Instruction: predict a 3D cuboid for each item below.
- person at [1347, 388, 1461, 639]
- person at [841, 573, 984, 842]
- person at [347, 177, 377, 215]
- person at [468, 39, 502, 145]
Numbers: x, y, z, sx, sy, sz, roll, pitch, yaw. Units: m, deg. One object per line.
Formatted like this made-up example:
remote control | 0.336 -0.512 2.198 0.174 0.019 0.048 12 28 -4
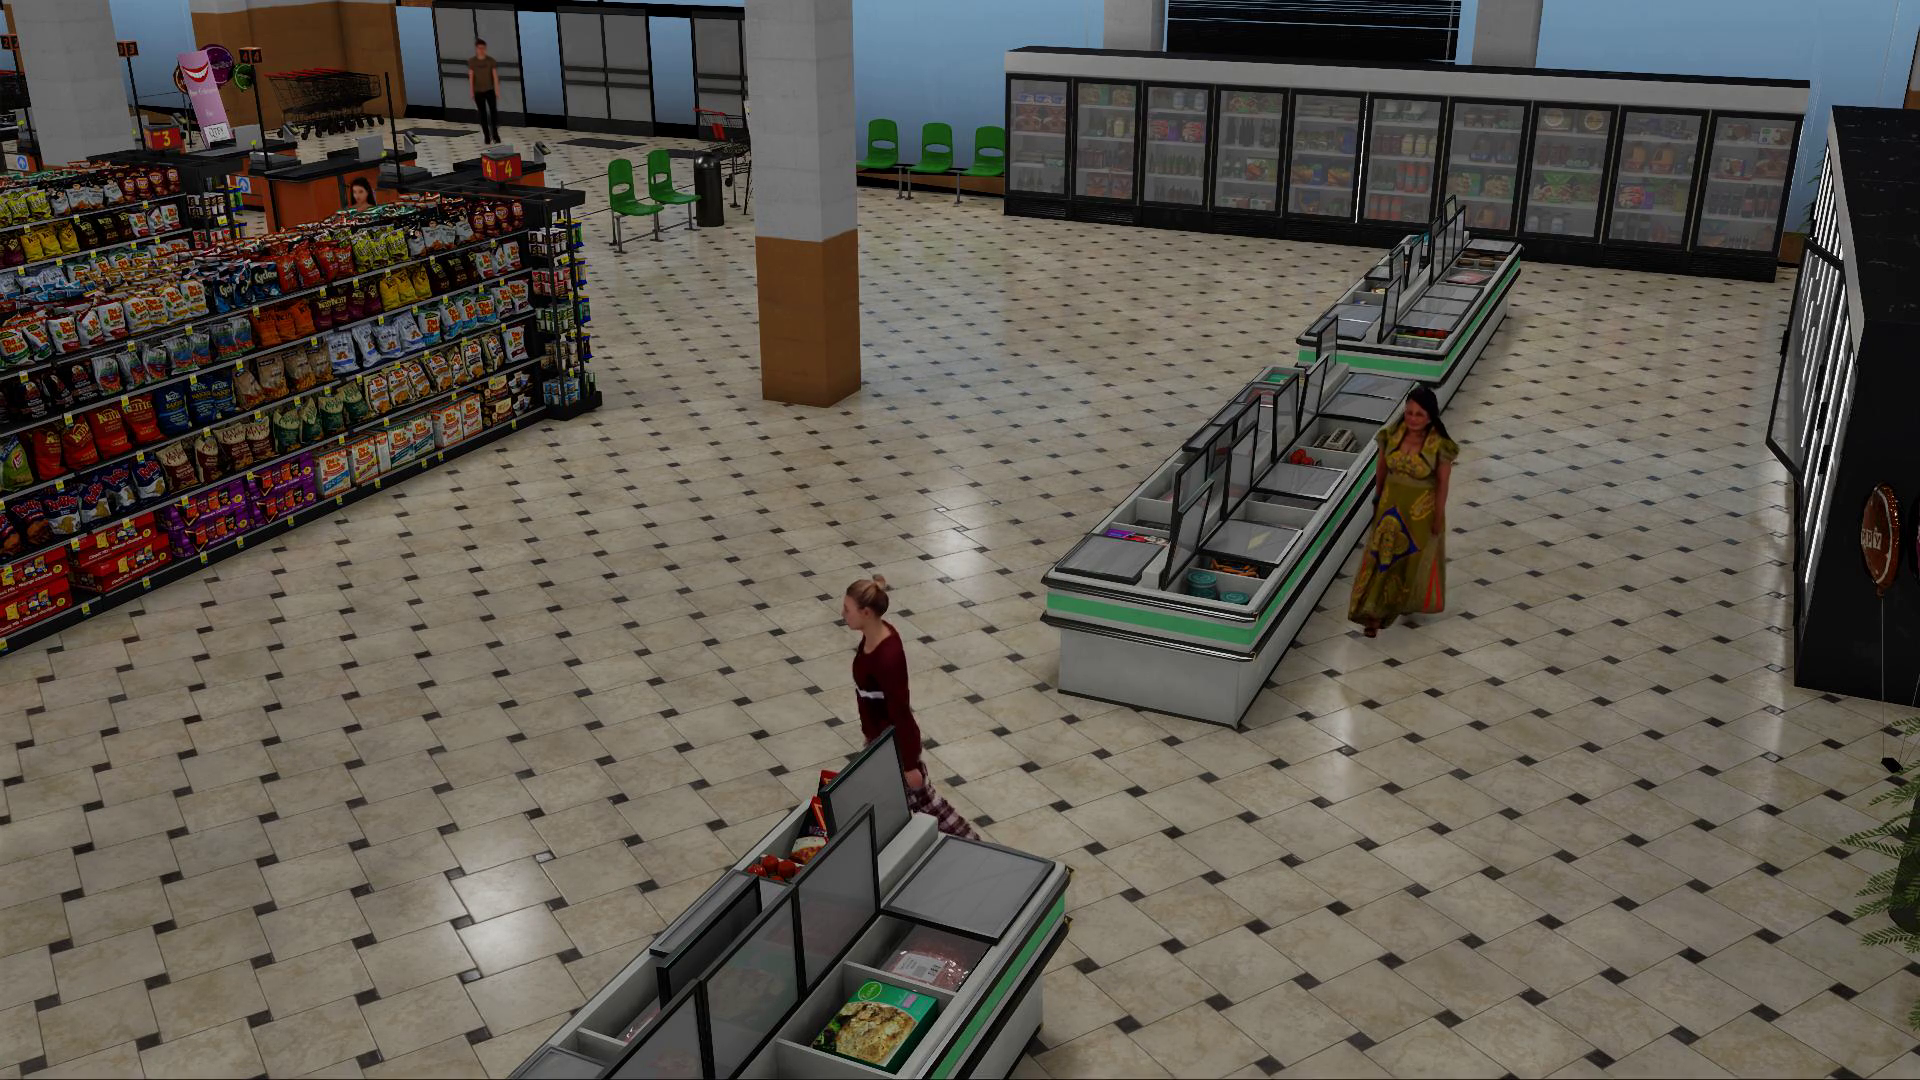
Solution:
person | 2.932 -0.197 10.756 0.715 1.608 1.290 11 24 25
person | -0.227 0.959 7.821 1.027 1.652 1.124 -3 22 -7
person | -6.172 -2.957 17.503 0.772 1.701 0.909 1 22 4
person | -8.645 -8.137 30.206 0.787 1.840 0.832 -6 23 -14
